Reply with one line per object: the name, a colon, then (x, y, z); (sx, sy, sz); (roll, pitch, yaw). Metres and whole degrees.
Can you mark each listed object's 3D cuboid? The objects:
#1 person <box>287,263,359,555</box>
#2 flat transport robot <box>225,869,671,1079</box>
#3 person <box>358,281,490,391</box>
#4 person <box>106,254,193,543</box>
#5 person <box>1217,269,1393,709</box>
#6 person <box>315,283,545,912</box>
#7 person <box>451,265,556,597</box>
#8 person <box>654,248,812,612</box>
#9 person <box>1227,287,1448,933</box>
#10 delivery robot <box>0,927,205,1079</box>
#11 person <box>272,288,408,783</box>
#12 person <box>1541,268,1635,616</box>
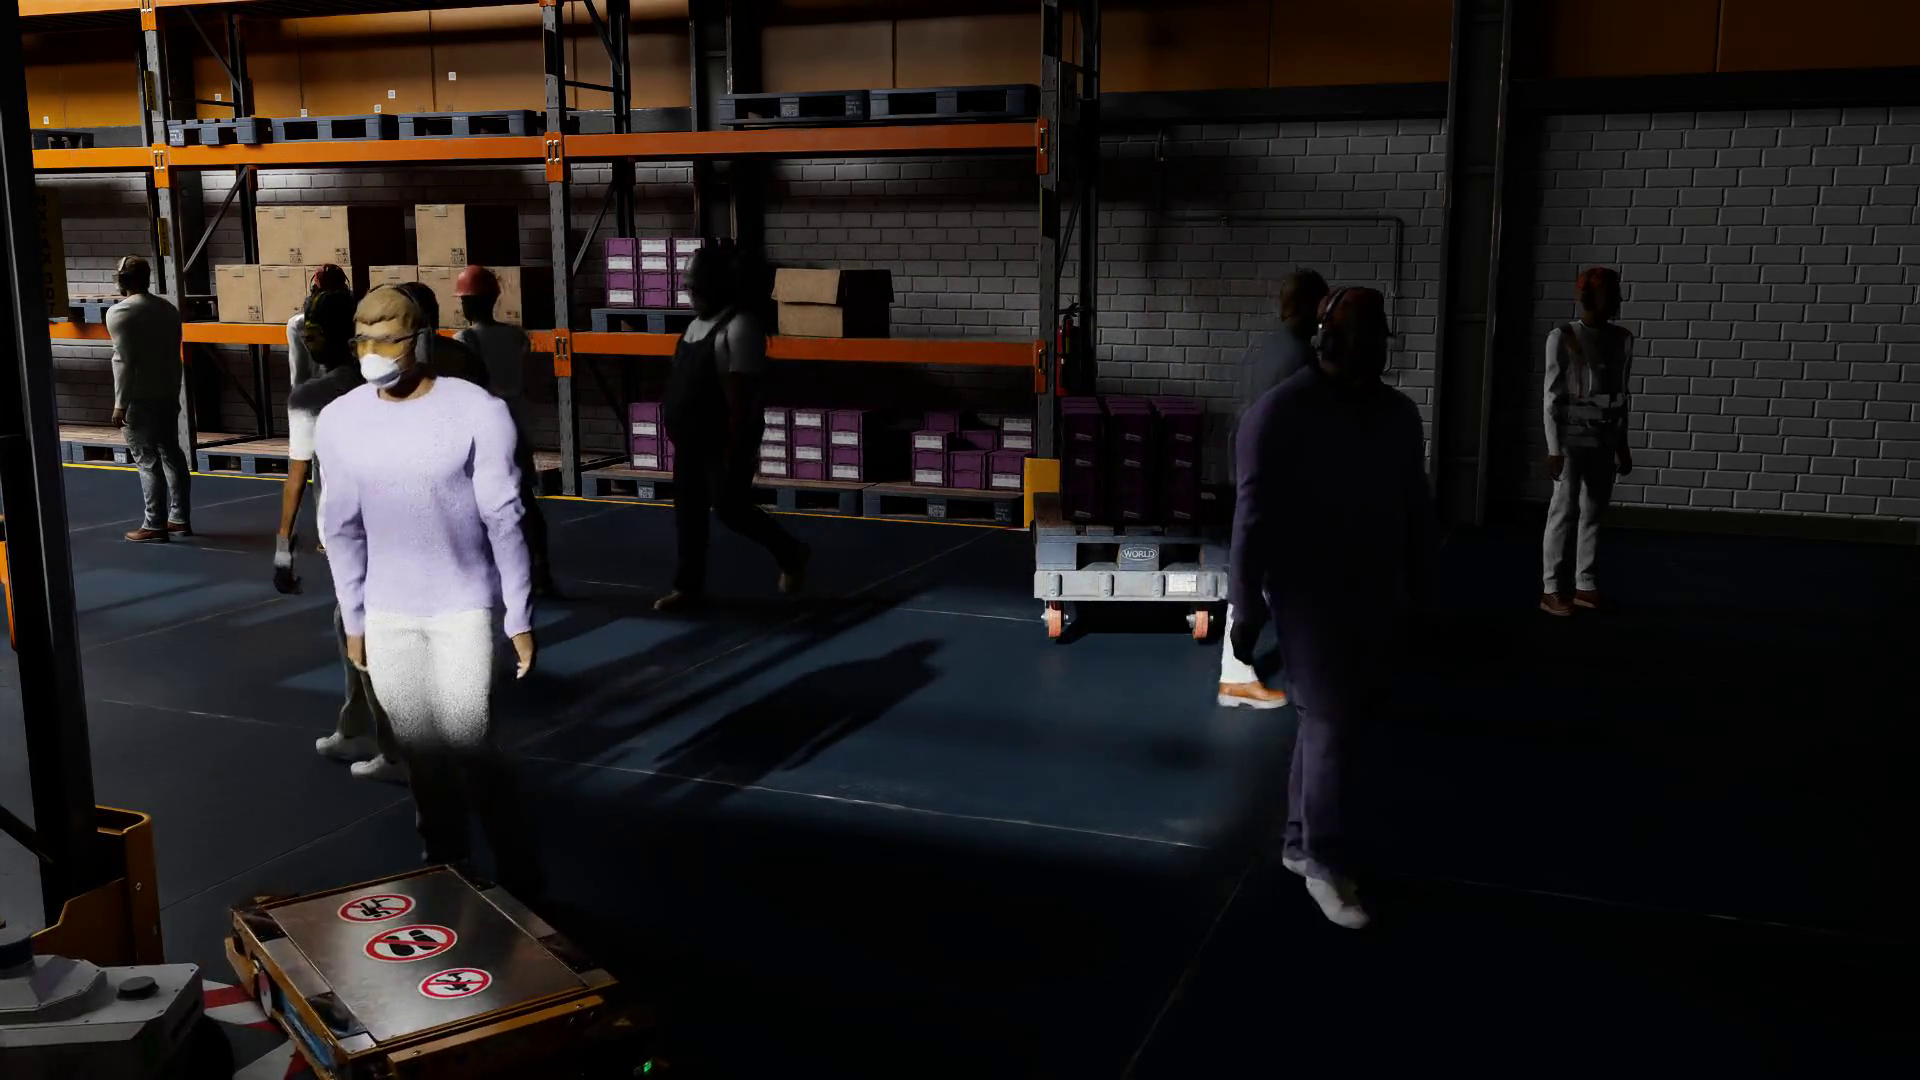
person: (-4.022, -0.839, 10.778); (0.575, 1.882, 0.355); (-5, 11, -25)
flat transport robot: (-1.357, 1.140, 4.237); (0.652, 0.197, 1.431); (-7, 13, -36)
person: (-2.468, -0.258, 7.653); (0.634, 1.842, 0.429); (-9, 14, -42)
person: (-5.470, -0.945, 11.206); (0.353, 1.937, 0.635); (2, 10, 11)
person: (1.521, -0.208, 7.213); (0.885, 1.896, 0.652); (0, 10, -2)
person: (-1.534, 0.219, 4.835); (0.636, 1.912, 0.471); (2, 10, 11)
person: (-2.681, -0.617, 9.531); (1.001, 1.889, 0.547); (9, 14, 42)
person: (-1.264, -0.623, 9.131); (0.795, 2.000, 0.684); (-9, 13, -40)
person: (1.188, 0.202, 4.956); (0.673, 1.882, 0.708); (-6, 12, -29)
delivery robot: (-2.024, 1.074, 3.556); (0.707, 0.478, 0.477); (-1, 10, -7)
person: (-2.351, -0.009, 6.240); (0.740, 1.844, 0.565); (5, 11, 25)
person: (3.419, -0.525, 9.040); (0.598, 1.880, 0.373); (-4, 11, -22)
